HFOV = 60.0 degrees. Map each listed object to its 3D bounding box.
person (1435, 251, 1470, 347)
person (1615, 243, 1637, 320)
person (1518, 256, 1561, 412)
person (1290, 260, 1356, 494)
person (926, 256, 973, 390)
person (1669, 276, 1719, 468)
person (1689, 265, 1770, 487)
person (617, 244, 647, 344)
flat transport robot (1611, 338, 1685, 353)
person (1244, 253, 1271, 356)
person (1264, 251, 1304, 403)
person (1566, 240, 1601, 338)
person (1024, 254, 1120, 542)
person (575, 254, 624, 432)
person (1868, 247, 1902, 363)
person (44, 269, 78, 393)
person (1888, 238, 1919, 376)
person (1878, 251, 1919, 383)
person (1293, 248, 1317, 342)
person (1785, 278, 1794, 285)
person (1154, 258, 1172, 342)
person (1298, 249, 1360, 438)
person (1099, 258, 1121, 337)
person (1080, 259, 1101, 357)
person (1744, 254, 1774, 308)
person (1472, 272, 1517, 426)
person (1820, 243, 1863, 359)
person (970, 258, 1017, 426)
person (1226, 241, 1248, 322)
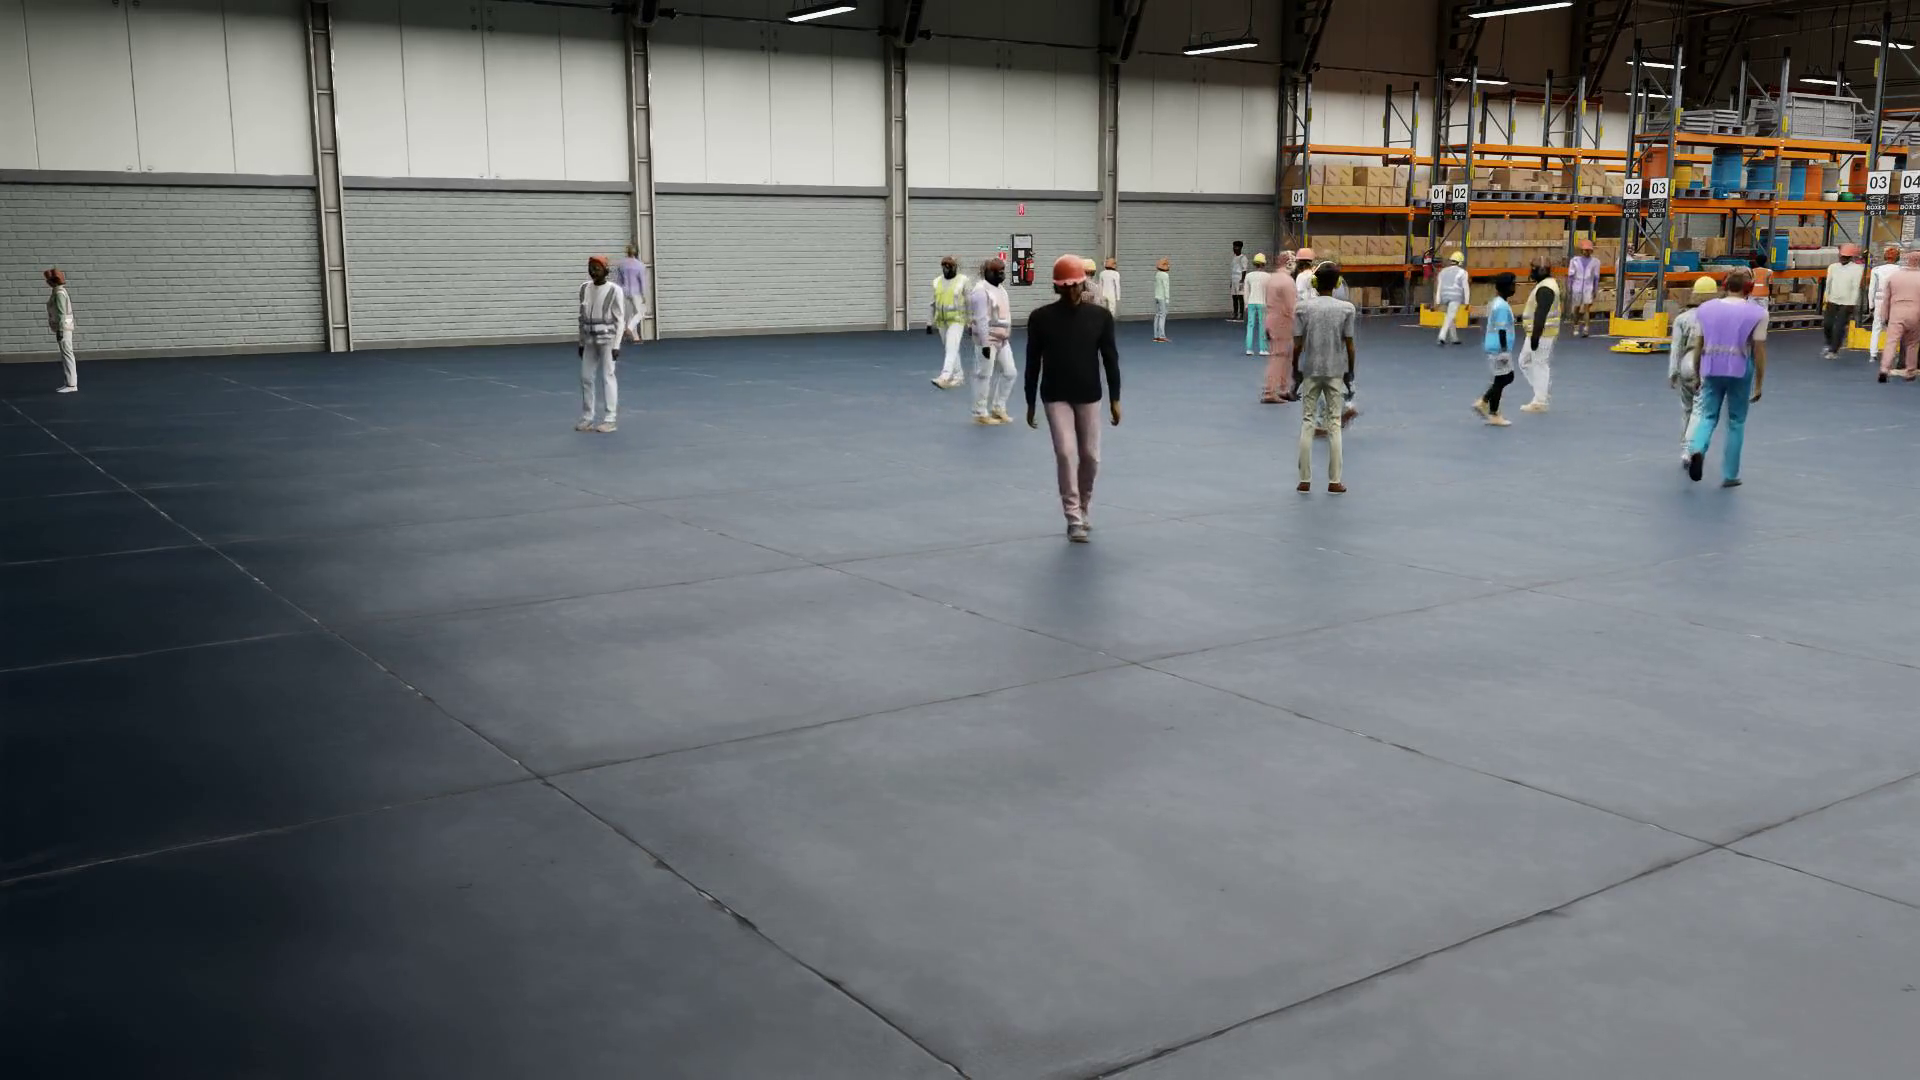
[{"bbox_3d":[9.209,-4.510,31.191,0.917,1.791,0.601,-8,13,-39],"label":"person"},{"bbox_3d":[14.752,-5.592,36.782,0.409,1.907,0.651,-2,10,-8],"label":"person"},{"bbox_3d":[6.804,-2.410,19.548,0.453,1.828,0.656,3,11,18],"label":"person"},{"bbox_3d":[2.912,-1.300,13.339,0.526,1.876,0.324,3,11,17],"label":"person"},{"bbox_3d":[-0.163,-2.943,22.581,0.654,1.786,0.974,7,12,34],"label":"person"},{"bbox_3d":[6.644,-1.513,14.972,0.489,1.705,0.864,9,14,40],"label":"person"},{"bbox_3d":[6.265,-1.326,13.607,0.570,1.833,0.557,9,14,42],"label":"person"},{"bbox_3d":[-6.251,-4.661,31.657,0.632,1.924,0.671,5,11,24],"label":"person"},{"bbox_3d":[12.370,-3.491,29.752,1.431,0.197,0.652,-7,12,-33],"label":"flat transport robot"},{"bbox_3d":[5.187,-4.083,28.888,0.530,1.772,0.302,7,13,35],"label":"person"},{"bbox_3d":[4.066,-2.621,20.576,0.668,1.885,0.641,-1,10,-5],"label":"person"},{"bbox_3d":[12.838,-5.169,34.271,0.625,1.993,1.064,4,11,20],"label":"person"},{"bbox_3d":[0.774,-0.984,11.416,0.672,1.942,0.713,-1,10,-3],"label":"person"},{"bbox_3d":[-3.813,-2.079,17.603,0.628,1.875,0.416,5,12,27],"label":"person"},{"bbox_3d":[15.228,-3.851,27.303,0.579,1.883,0.352,10,14,44],"label":"person"},{"bbox_3d":[-11.900,-2.768,22.032,0.310,1.640,0.514,-6,12,-28],"label":"person"},{"bbox_3d":[14.143,-3.459,24.720,0.688,2.000,0.535,-3,11,-16],"label":"person"},{"bbox_3d":[13.403,-3.149,23.568,0.659,1.857,1.011,9,14,40],"label":"person"},{"bbox_3d":[5.018,-3.307,24.314,1.010,1.892,0.543,6,12,32],"label":"person"},{"bbox_3d":[25.750,-8.109,51.464,0.512,1.587,0.872,1,10,4],"label":"person"},{"bbox_3d":[3.990,-4.722,32.757,0.279,1.634,0.497,-3,11,-18],"label":"person"},{"bbox_3d":[3.773,-1.985,16.944,0.509,1.925,0.640,3,11,14],"label":"person"},{"bbox_3d":[3.079,-4.974,34.178,0.512,1.626,0.301,10,14,44],"label":"person"},{"bbox_3d":[1.733,-2.968,22.816,0.524,1.756,0.377,7,13,35],"label":"person"},{"bbox_3d":[16.443,-5.027,34.257,0.540,1.695,0.317,3,11,17],"label":"person"},{"bbox_3d":[5.881,-2.069,18.075,0.375,1.680,0.545,3,11,15],"label":"person"},{"bbox_3d":[14.784,-3.996,27.915,0.603,1.944,0.646,-9,14,-41],"label":"person"},{"bbox_3d":[0.389,-2.140,18.069,0.536,1.825,0.651,6,12,29],"label":"person"},{"bbox_3d":[6.752,-6.296,40.478,0.367,1.966,0.605,-4,11,-20],"label":"person"}]
